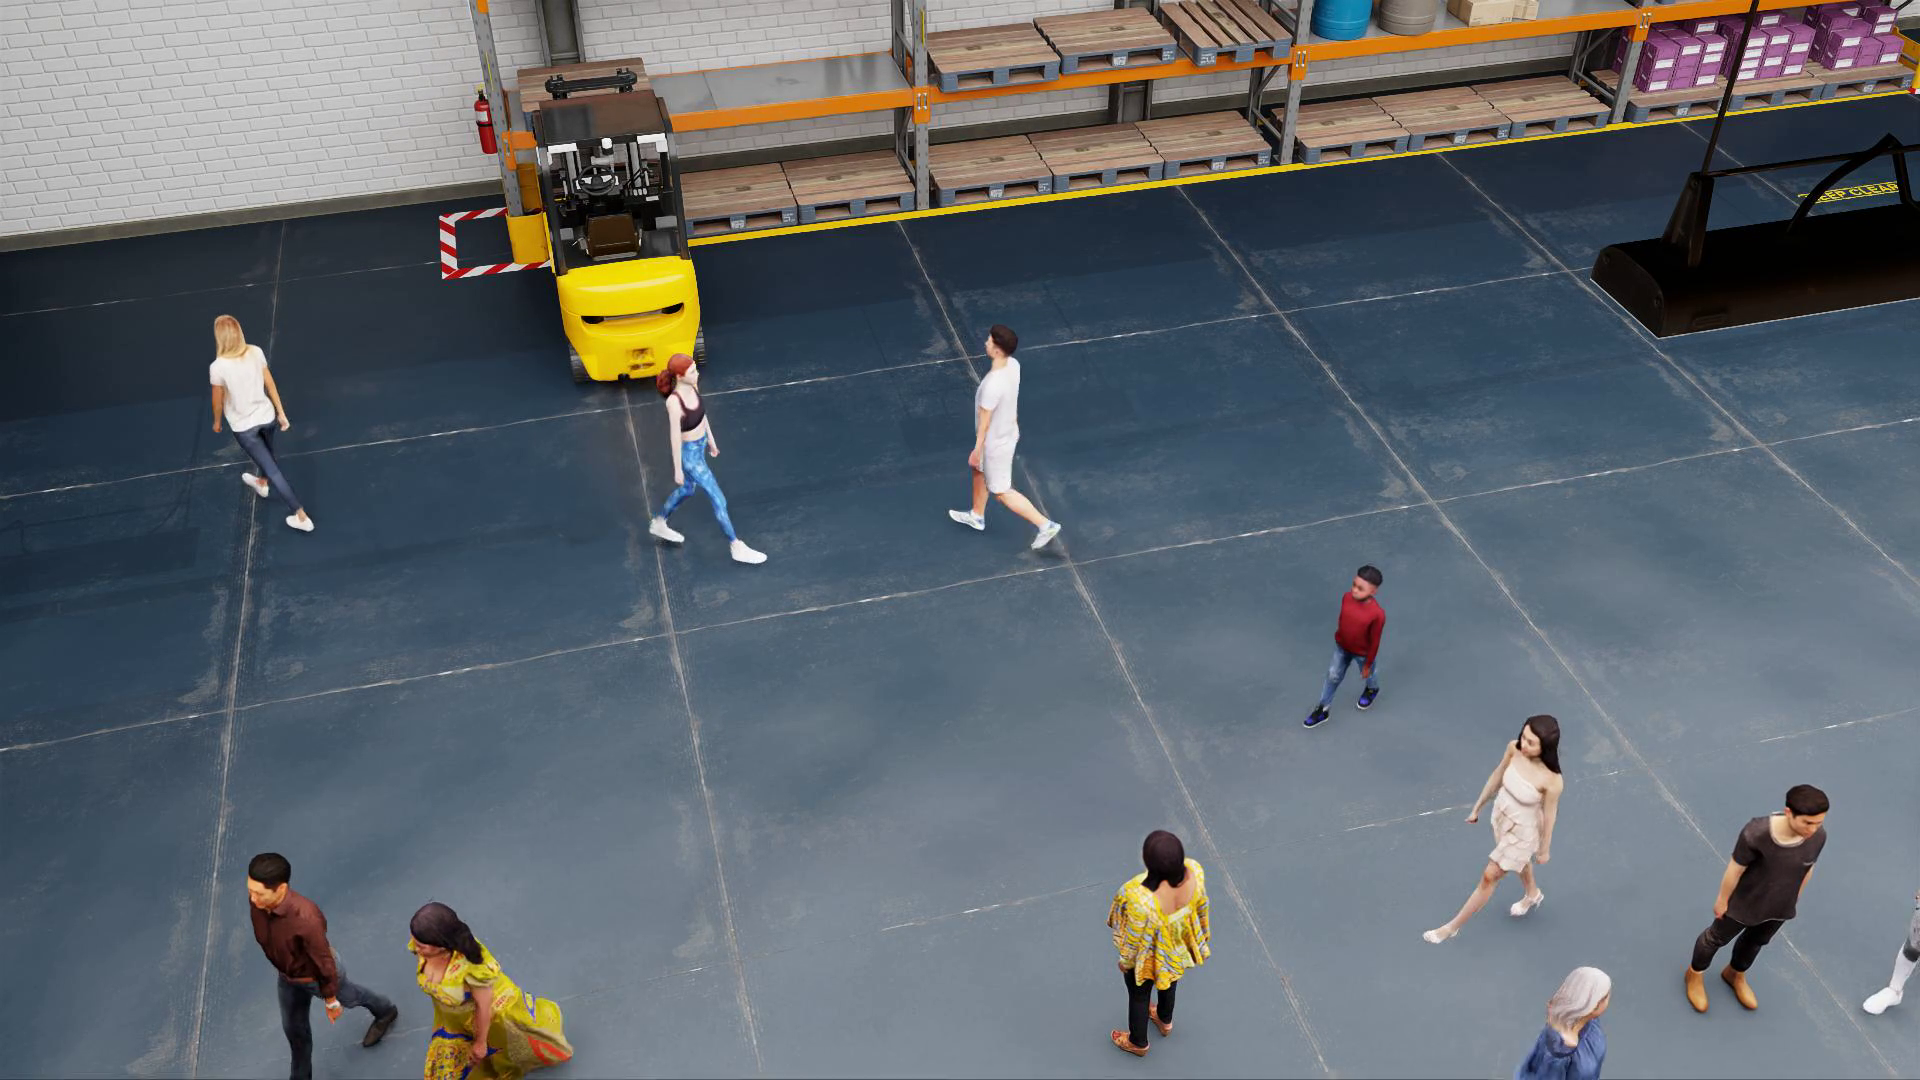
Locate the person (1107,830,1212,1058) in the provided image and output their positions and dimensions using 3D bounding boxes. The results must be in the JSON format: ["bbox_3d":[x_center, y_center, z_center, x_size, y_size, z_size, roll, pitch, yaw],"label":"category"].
[{"bbox_3d":[1.032,2.130,8.766,0.838,1.655,0.912,-29,47,-31],"label":"person"}]

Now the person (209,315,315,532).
[{"bbox_3d":[-5.179,-0.810,12.366,1.127,1.757,1.094,22,43,25],"label":"person"}]

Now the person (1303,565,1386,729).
[{"bbox_3d":[2.656,0.672,10.934,0.942,1.229,0.767,-30,47,-32],"label":"person"}]

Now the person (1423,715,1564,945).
[{"bbox_3d":[3.210,1.619,9.382,1.067,1.685,0.652,-13,40,-15],"label":"person"}]

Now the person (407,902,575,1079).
[{"bbox_3d":[-2.430,2.363,8.522,1.378,1.606,1.310,14,41,17],"label":"person"}]

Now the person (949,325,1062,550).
[{"bbox_3d":[0.354,-0.710,12.185,1.267,1.826,1.088,12,40,14],"label":"person"}]

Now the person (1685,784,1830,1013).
[{"bbox_3d":[4.324,1.903,9.004,0.540,1.712,0.720,-2,39,-2],"label":"person"}]

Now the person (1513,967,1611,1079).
[{"bbox_3d":[2.839,2.657,8.115,0.857,1.655,0.921,-27,46,-29],"label":"person"}]

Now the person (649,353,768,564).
[{"bbox_3d":[-2.018,-0.594,12.120,1.245,1.737,0.936,7,39,8],"label":"person"}]

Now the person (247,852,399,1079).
[{"bbox_3d":[-3.298,2.192,8.628,1.181,1.731,1.191,16,41,19],"label":"person"}]
